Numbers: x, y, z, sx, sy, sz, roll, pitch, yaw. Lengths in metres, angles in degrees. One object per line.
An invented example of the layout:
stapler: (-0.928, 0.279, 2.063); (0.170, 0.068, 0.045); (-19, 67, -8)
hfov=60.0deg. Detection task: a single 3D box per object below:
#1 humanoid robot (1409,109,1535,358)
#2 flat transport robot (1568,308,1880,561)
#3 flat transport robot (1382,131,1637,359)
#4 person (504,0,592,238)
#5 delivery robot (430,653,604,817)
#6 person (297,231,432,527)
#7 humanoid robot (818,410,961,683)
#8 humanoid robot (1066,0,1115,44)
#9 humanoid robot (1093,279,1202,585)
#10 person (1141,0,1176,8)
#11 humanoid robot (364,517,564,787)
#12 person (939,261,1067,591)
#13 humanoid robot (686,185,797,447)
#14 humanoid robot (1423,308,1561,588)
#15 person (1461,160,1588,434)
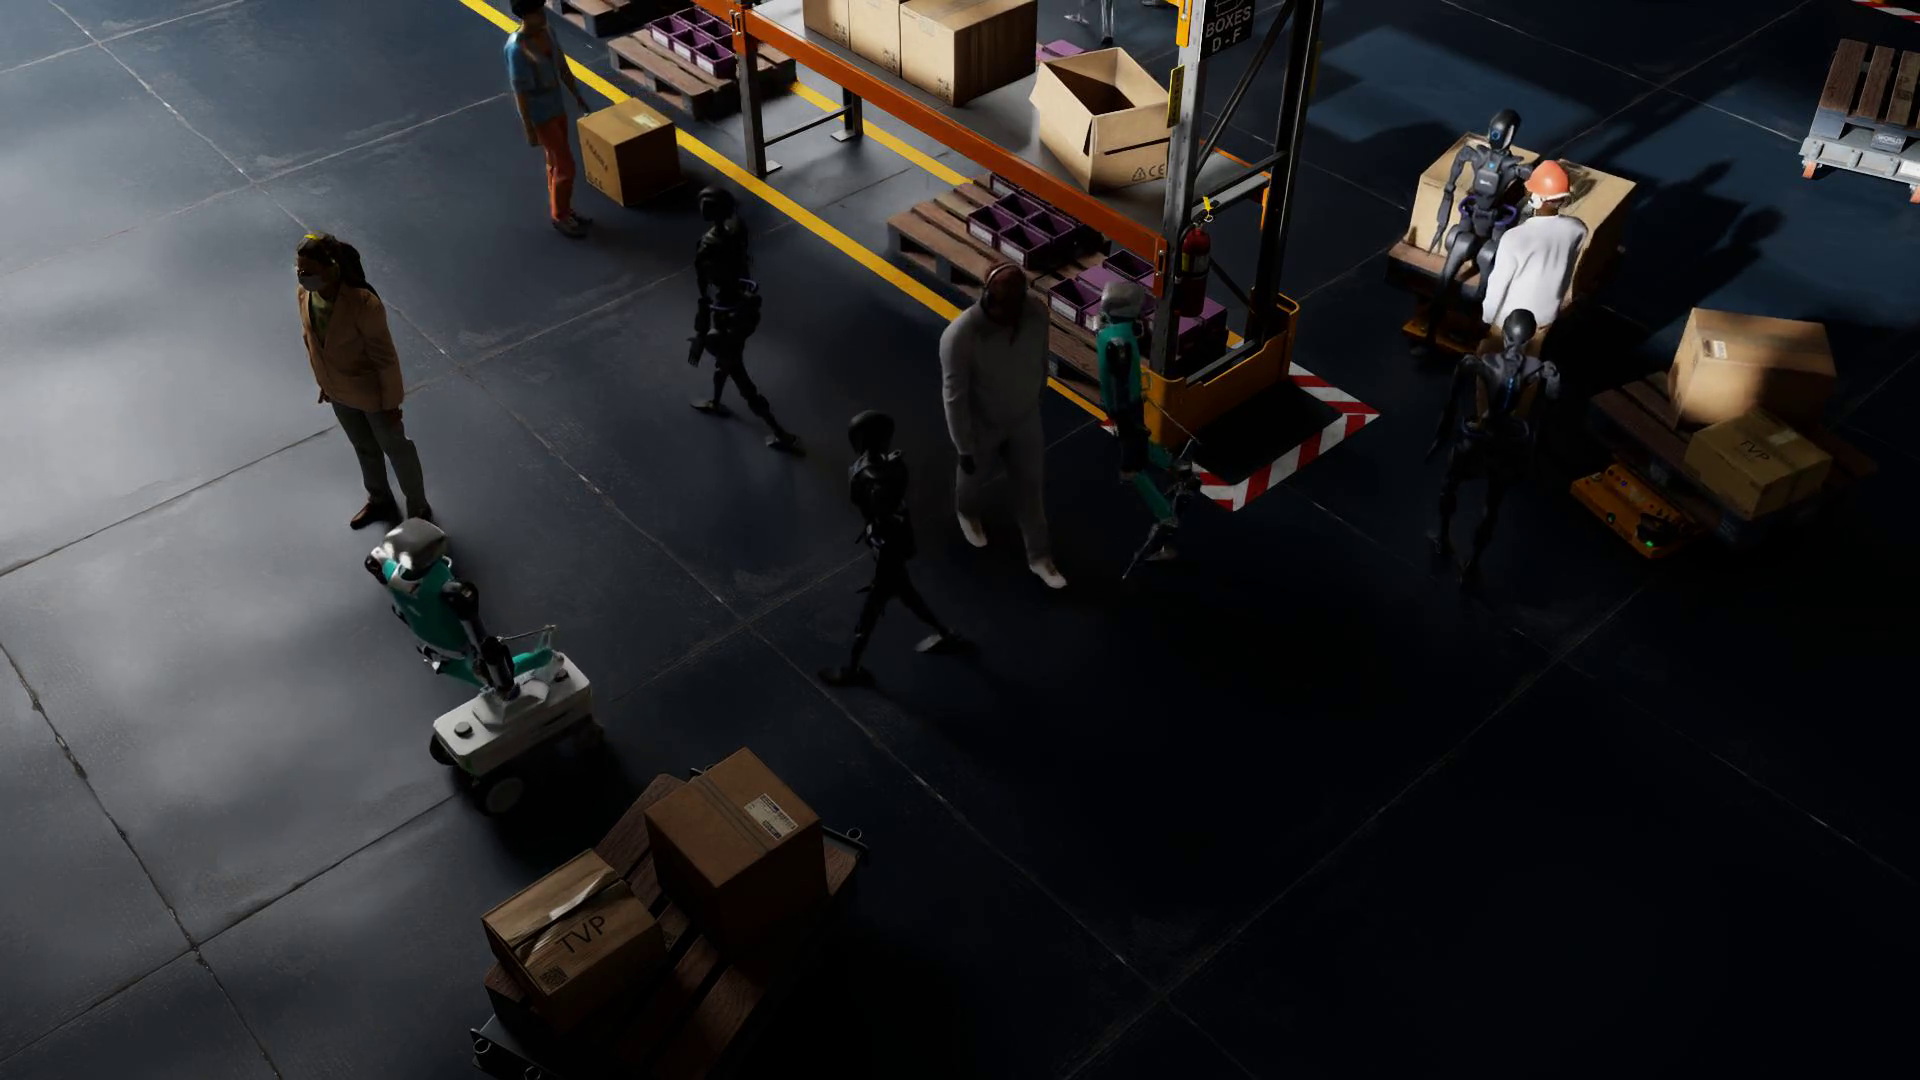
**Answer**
humanoid robot: (3.124, -1.794, 10.013); (0.600, 1.644, 0.621); (26, 48, 25)
flat transport robot: (4.258, -0.353, 9.479); (1.431, 0.231, 0.659); (-19, 46, -19)
flat transport robot: (3.502, -1.611, 10.847); (0.659, 0.231, 1.431); (27, 49, 26)
person: (-2.696, -2.855, 11.102); (0.452, 1.754, 0.516); (10, 44, 11)
delivery robot: (-2.124, 0.893, 7.923); (0.805, 0.609, 0.499); (-31, 51, -29)
person: (-3.164, -0.817, 8.799); (0.551, 1.877, 0.410); (18, 45, 18)
humanoid robot: (-0.352, 0.032, 8.053); (0.764, 1.633, 0.594); (-7, 43, -7)
humanoid robot: (1.095, -4.806, 13.304); (0.555, 1.840, 0.819); (-23, 47, -23)
humanoid robot: (1.038, -0.535, 8.612); (0.760, 1.801, 0.566); (0, 43, 0)
person: (1.650, -5.396, 13.838); (0.441, 1.795, 0.662); (-13, 44, -14)
humanoid robot: (-2.119, 0.454, 7.540); (0.550, 1.785, 0.840); (19, 46, 19)
person: (0.232, -0.590, 8.557); (0.659, 1.865, 0.851); (-19, 46, -20)
humanoid robot: (-1.298, -1.261, 9.472); (0.779, 1.643, 0.590); (16, 45, 17)
humanoid robot: (2.739, -0.498, 8.598); (0.608, 1.641, 0.497); (6, 43, 7)
person: (3.205, -1.328, 9.464); (0.573, 1.723, 0.477); (-16, 45, -16)
